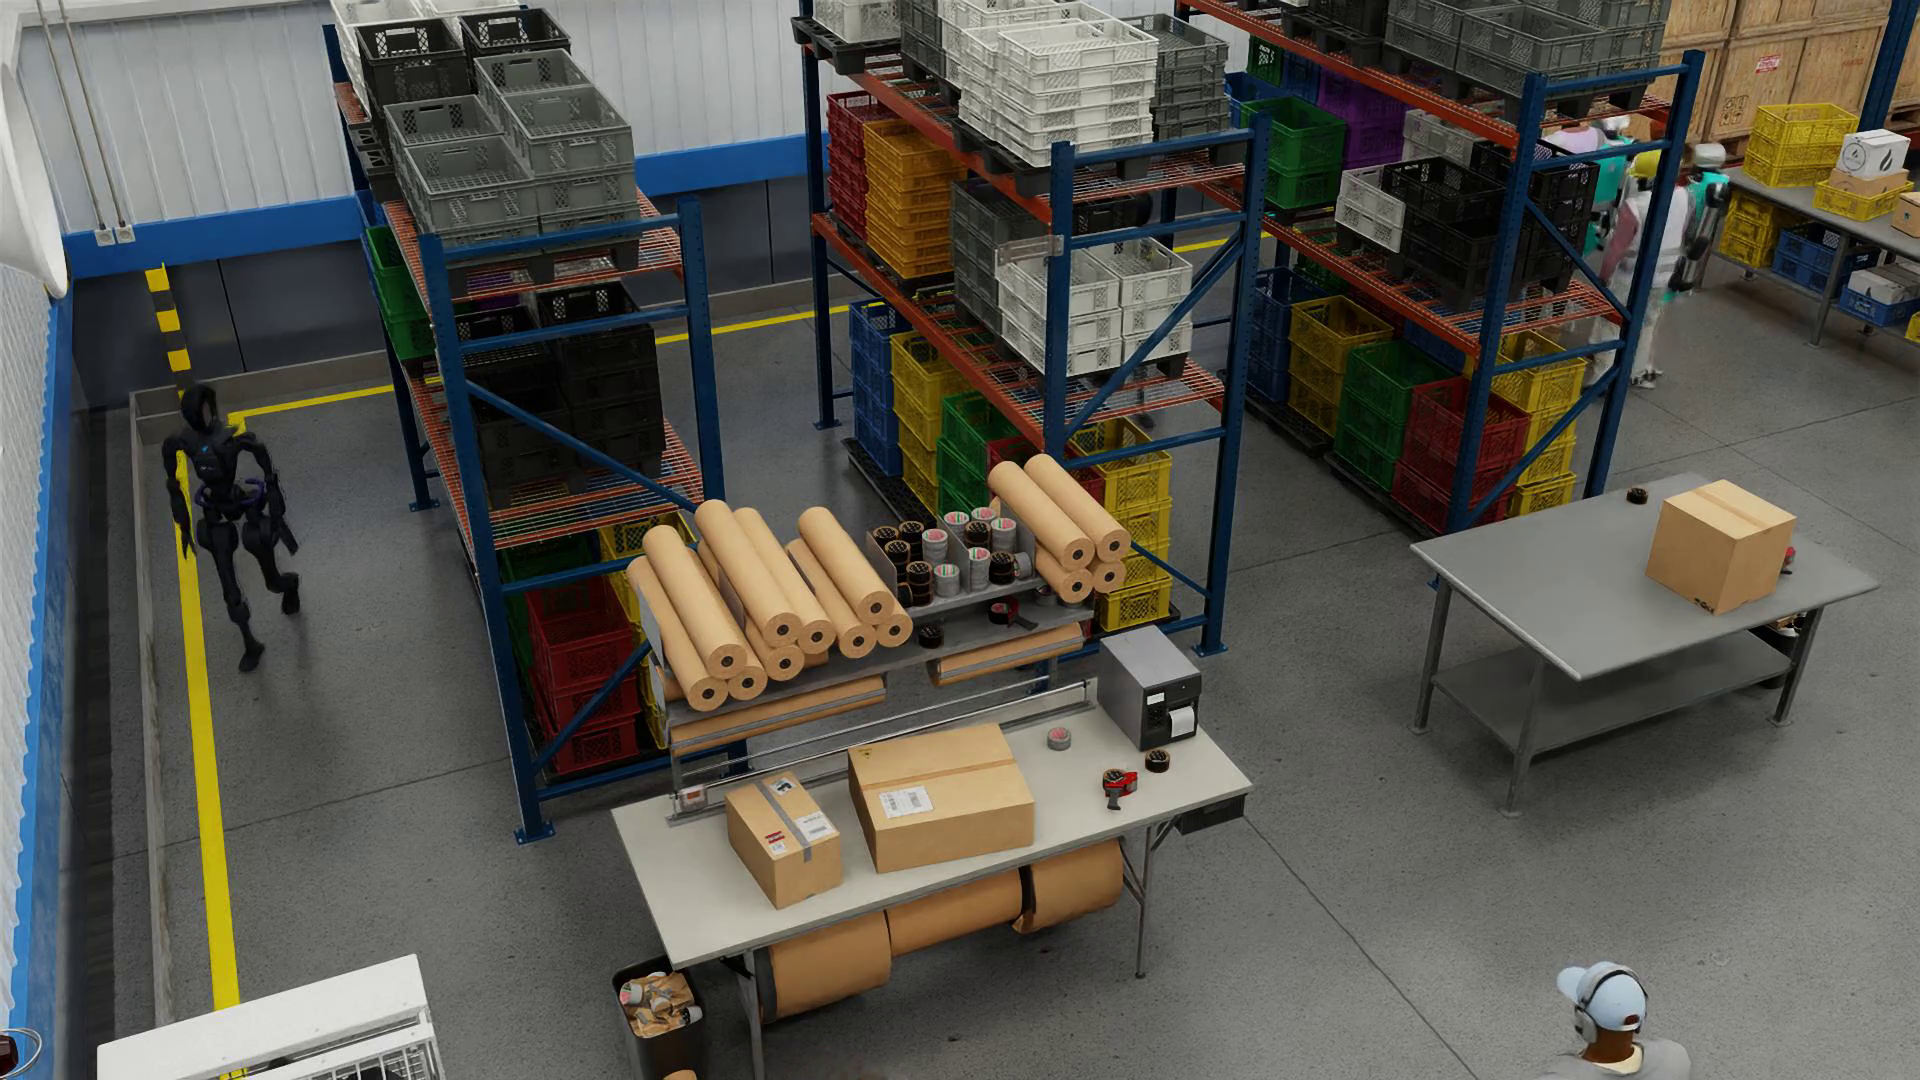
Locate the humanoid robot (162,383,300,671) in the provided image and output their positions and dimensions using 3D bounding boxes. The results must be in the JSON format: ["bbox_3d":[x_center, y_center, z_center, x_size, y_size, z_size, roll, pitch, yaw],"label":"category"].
[{"bbox_3d":[-3.869,-0.148,8.897,0.609,1.633,0.695,-3,32,-5],"label":"humanoid robot"}]

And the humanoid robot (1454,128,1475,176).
[{"bbox_3d":[3.615,-2.306,12.366,0.303,1.652,0.612,16,35,24],"label":"humanoid robot"}]

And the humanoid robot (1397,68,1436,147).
[{"bbox_3d":[3.648,-3.254,13.897,0.599,1.657,0.315,3,32,5],"label":"humanoid robot"}]

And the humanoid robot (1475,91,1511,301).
[{"bbox_3d":[4.165,-2.496,12.653,0.538,1.770,0.930,-12,34,-18],"label":"humanoid robot"}]

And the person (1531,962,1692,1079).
[{"bbox_3d":[1.880,2.013,5.195,0.587,1.848,0.396,-11,33,-18],"label":"person"}]

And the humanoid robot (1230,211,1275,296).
[{"bbox_3d":[2.416,-2.680,12.910,0.782,1.763,0.534,14,34,21],"label":"humanoid robot"}]

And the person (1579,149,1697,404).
[{"bbox_3d":[4.680,-1.832,11.490,0.849,1.799,0.424,-13,34,-19],"label":"person"}]

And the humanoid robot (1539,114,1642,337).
[{"bbox_3d":[4.562,-2.345,12.417,0.546,1.837,0.667,-9,33,-14],"label":"humanoid robot"}]

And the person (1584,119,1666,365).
[{"bbox_3d":[4.831,-2.136,11.912,0.339,1.873,0.579,15,35,23],"label":"person"}]

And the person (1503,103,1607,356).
[{"bbox_3d":[4.297,-2.343,12.086,0.610,2.041,0.392,-13,34,-21],"label":"person"}]

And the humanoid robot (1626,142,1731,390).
[{"bbox_3d":[4.846,-1.911,11.611,0.695,1.738,0.543,4,32,7],"label":"humanoid robot"}]

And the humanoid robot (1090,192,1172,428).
[{"bbox_3d":[1.140,-1.624,11.308,0.610,1.638,0.750,-10,33,-16],"label":"humanoid robot"}]
